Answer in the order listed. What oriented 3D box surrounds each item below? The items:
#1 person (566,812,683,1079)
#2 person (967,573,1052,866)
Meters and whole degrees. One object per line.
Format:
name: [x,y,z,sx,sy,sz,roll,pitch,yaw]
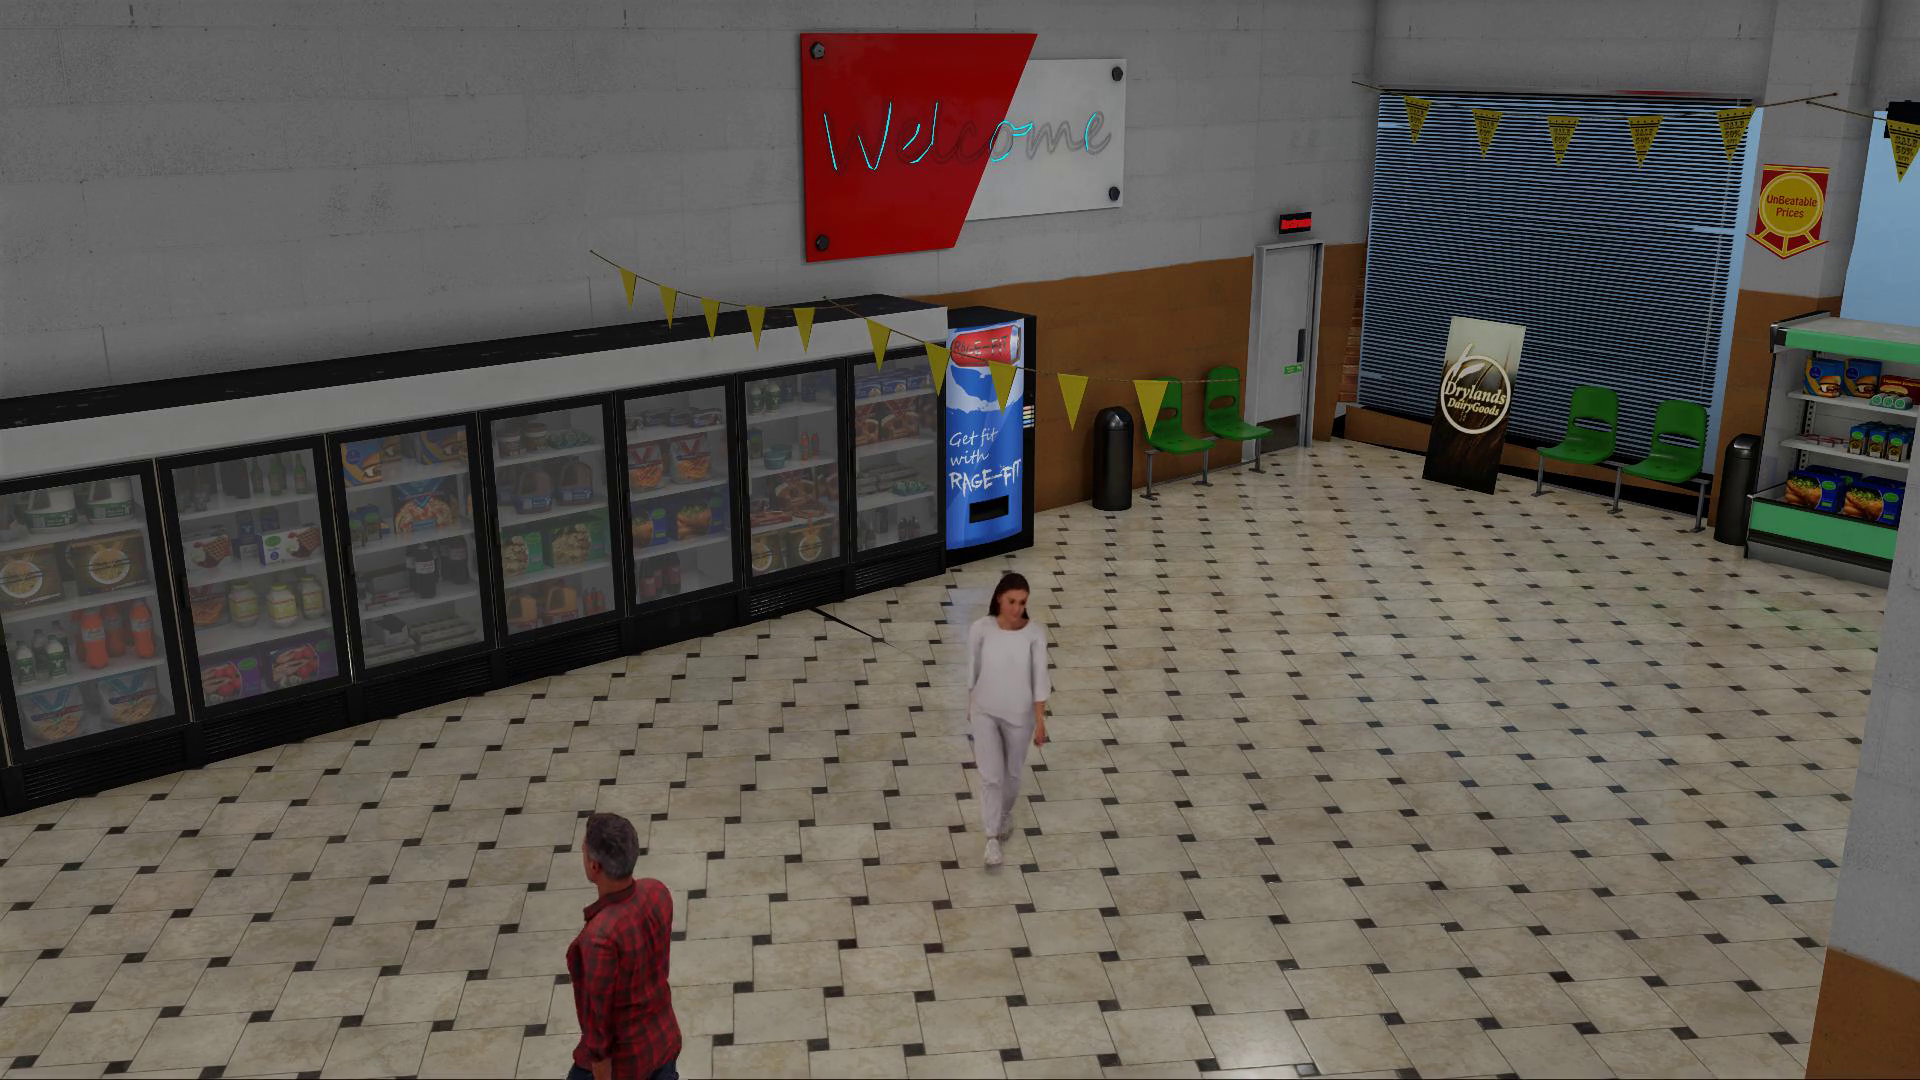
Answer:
person: [-1.115,1.863,5.972,1.080,1.804,0.946,8,19,24]
person: [0.241,0.936,9.291,0.956,1.650,1.034,2,17,6]
